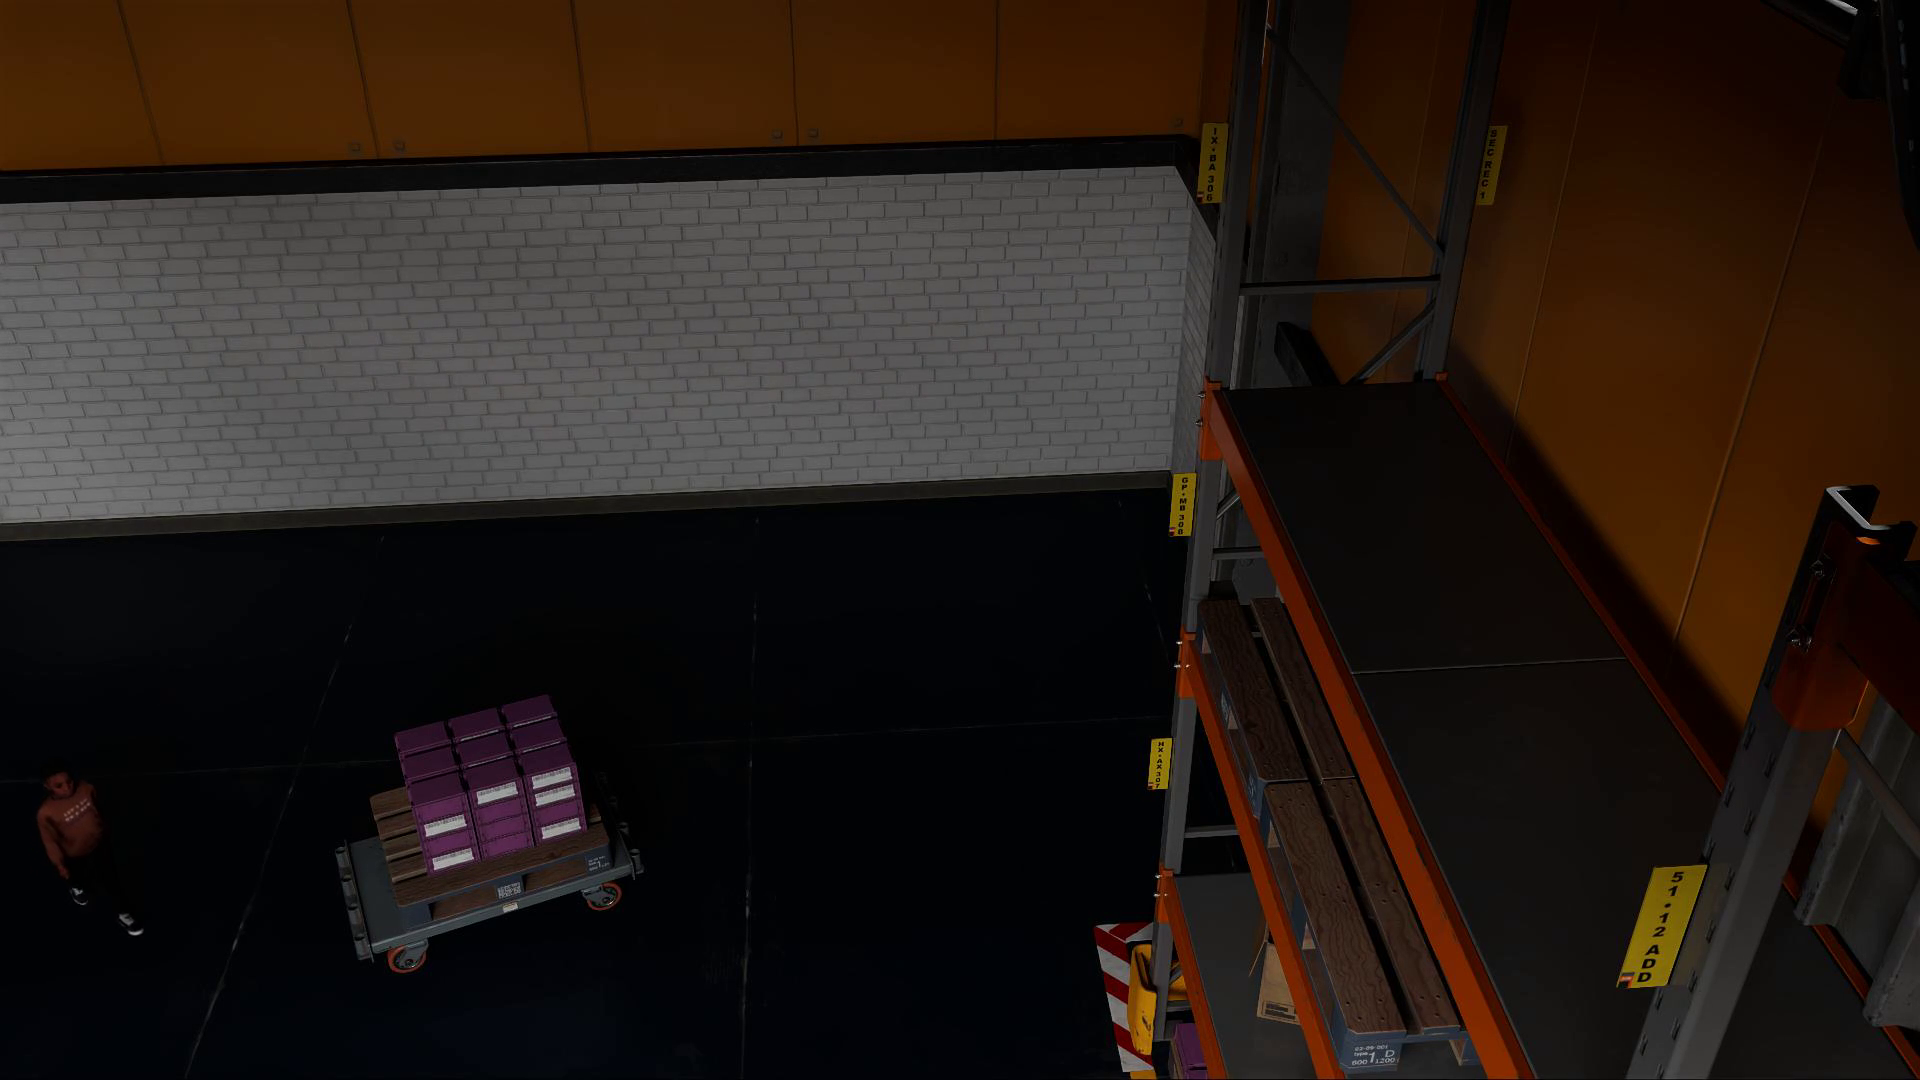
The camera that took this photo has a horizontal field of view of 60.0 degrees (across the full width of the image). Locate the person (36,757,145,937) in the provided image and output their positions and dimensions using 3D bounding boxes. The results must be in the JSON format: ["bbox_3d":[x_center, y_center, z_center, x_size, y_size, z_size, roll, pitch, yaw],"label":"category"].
[{"bbox_3d":[-5.103,1.738,9.621,0.892,1.240,0.856,22,39,29],"label":"person"}]
